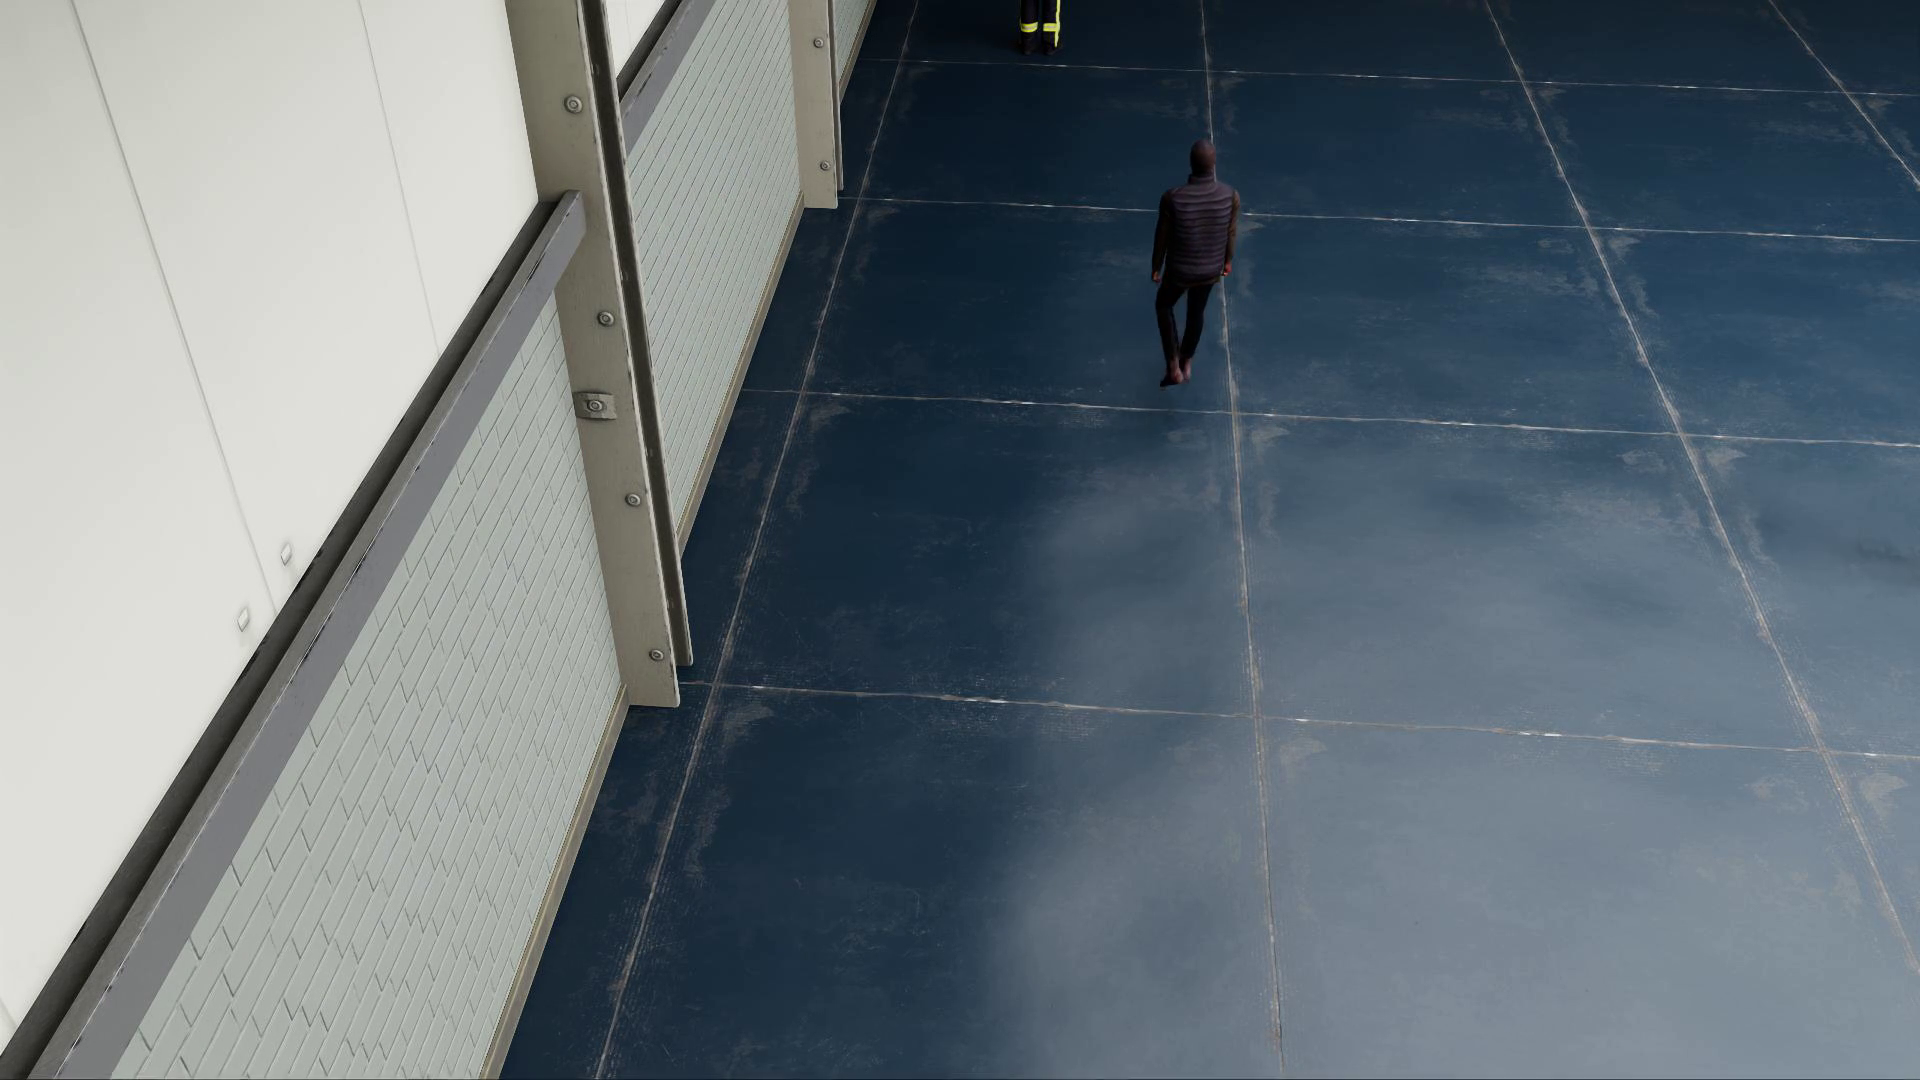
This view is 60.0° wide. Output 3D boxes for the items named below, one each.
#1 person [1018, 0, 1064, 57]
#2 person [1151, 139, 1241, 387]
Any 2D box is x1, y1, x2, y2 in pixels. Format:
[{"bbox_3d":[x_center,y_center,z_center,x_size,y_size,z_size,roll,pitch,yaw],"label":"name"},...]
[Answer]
[{"bbox_3d":[0.780,-5.586,15.976,0.770,1.822,0.693,7,39,9],"label":"person"},{"bbox_3d":[1.558,-1.793,11.123,0.781,1.827,0.900,-2,38,-2],"label":"person"}]
